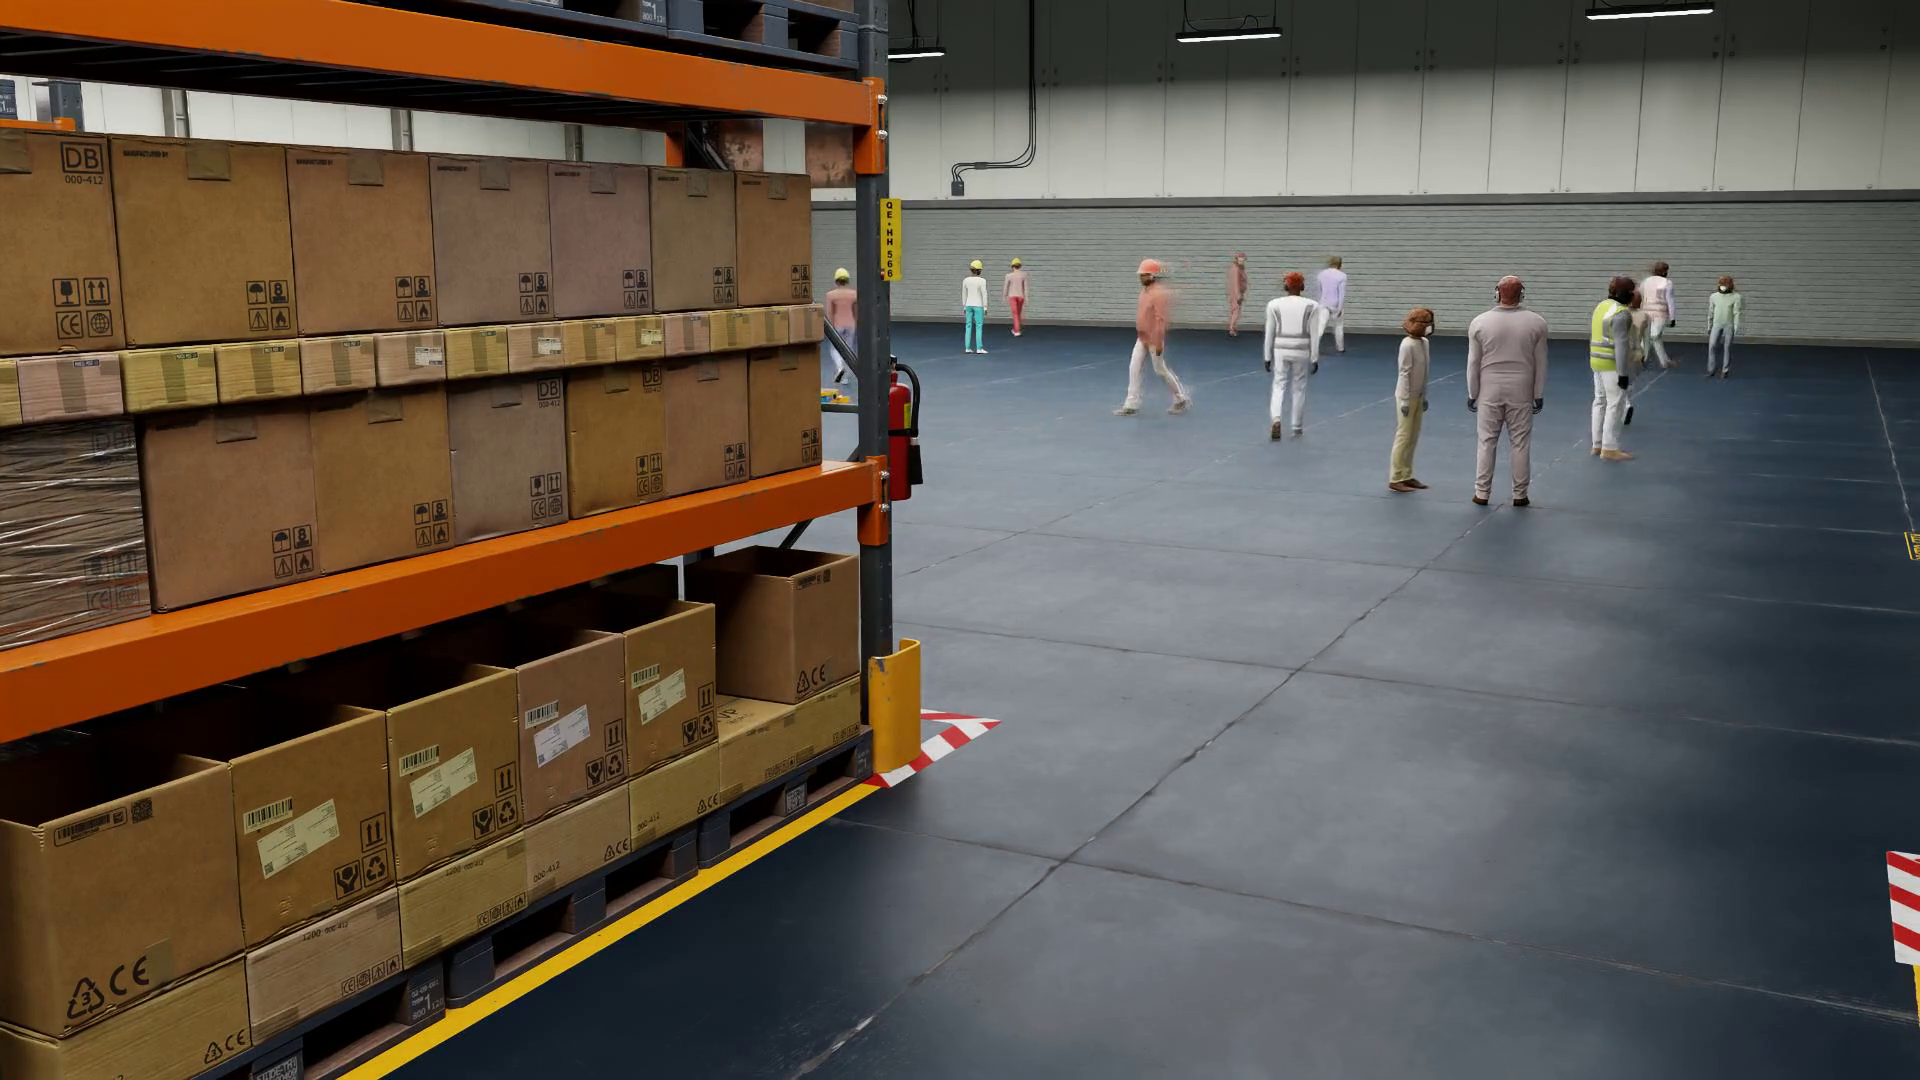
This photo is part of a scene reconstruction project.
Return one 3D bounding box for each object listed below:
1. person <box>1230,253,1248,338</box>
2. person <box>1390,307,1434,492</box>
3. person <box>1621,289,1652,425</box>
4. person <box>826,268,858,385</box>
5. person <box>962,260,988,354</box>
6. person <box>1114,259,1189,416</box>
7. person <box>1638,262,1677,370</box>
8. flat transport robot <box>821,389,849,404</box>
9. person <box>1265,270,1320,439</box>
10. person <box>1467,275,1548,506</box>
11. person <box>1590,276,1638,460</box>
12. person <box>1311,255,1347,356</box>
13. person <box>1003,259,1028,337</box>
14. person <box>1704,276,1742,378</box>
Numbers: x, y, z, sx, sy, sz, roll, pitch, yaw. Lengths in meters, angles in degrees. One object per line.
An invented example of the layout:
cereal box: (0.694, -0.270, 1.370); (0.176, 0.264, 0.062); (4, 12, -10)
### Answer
person: (6.163, -5.402, 36.704); (0.399, 1.867, 0.790); (3, 11, 15)
person: (3.975, -1.230, 14.599); (0.290, 1.622, 0.506); (8, 13, 36)
person: (7.902, -2.158, 19.663); (0.515, 1.616, 0.699); (0, 10, 2)
person: (-1.761, -3.198, 24.975); (0.530, 1.755, 0.400); (-3, 11, -18)
person: (0.295, -4.413, 31.555); (0.528, 1.767, 0.329); (7, 12, 33)
person: (2.420, -2.514, 20.694); (0.973, 1.958, 0.623); (-4, 11, -23)
person: (11.675, -3.737, 27.800); (0.987, 1.791, 0.645); (-4, 11, -21)
flat transport robot: (-2.089, -1.828, 21.543); (0.652, 0.197, 1.431); (5, 12, 27)
person: (3.648, -2.030, 18.303); (0.595, 1.863, 0.782); (3, 11, 17)
person: (4.529, -1.230, 13.809); (0.642, 1.913, 0.410); (3, 11, 15)
person: (6.579, -1.725, 16.758); (0.430, 1.829, 0.663); (0, 10, -2)
person: (6.903, -4.368, 31.009); (0.628, 1.895, 1.044); (9, 13, 39)
person: (1.233, -5.391, 37.014); (0.540, 1.714, 0.904); (-3, 11, -16)
person: (11.924, -3.319, 26.005); (0.519, 1.605, 0.675); (8, 13, 38)
